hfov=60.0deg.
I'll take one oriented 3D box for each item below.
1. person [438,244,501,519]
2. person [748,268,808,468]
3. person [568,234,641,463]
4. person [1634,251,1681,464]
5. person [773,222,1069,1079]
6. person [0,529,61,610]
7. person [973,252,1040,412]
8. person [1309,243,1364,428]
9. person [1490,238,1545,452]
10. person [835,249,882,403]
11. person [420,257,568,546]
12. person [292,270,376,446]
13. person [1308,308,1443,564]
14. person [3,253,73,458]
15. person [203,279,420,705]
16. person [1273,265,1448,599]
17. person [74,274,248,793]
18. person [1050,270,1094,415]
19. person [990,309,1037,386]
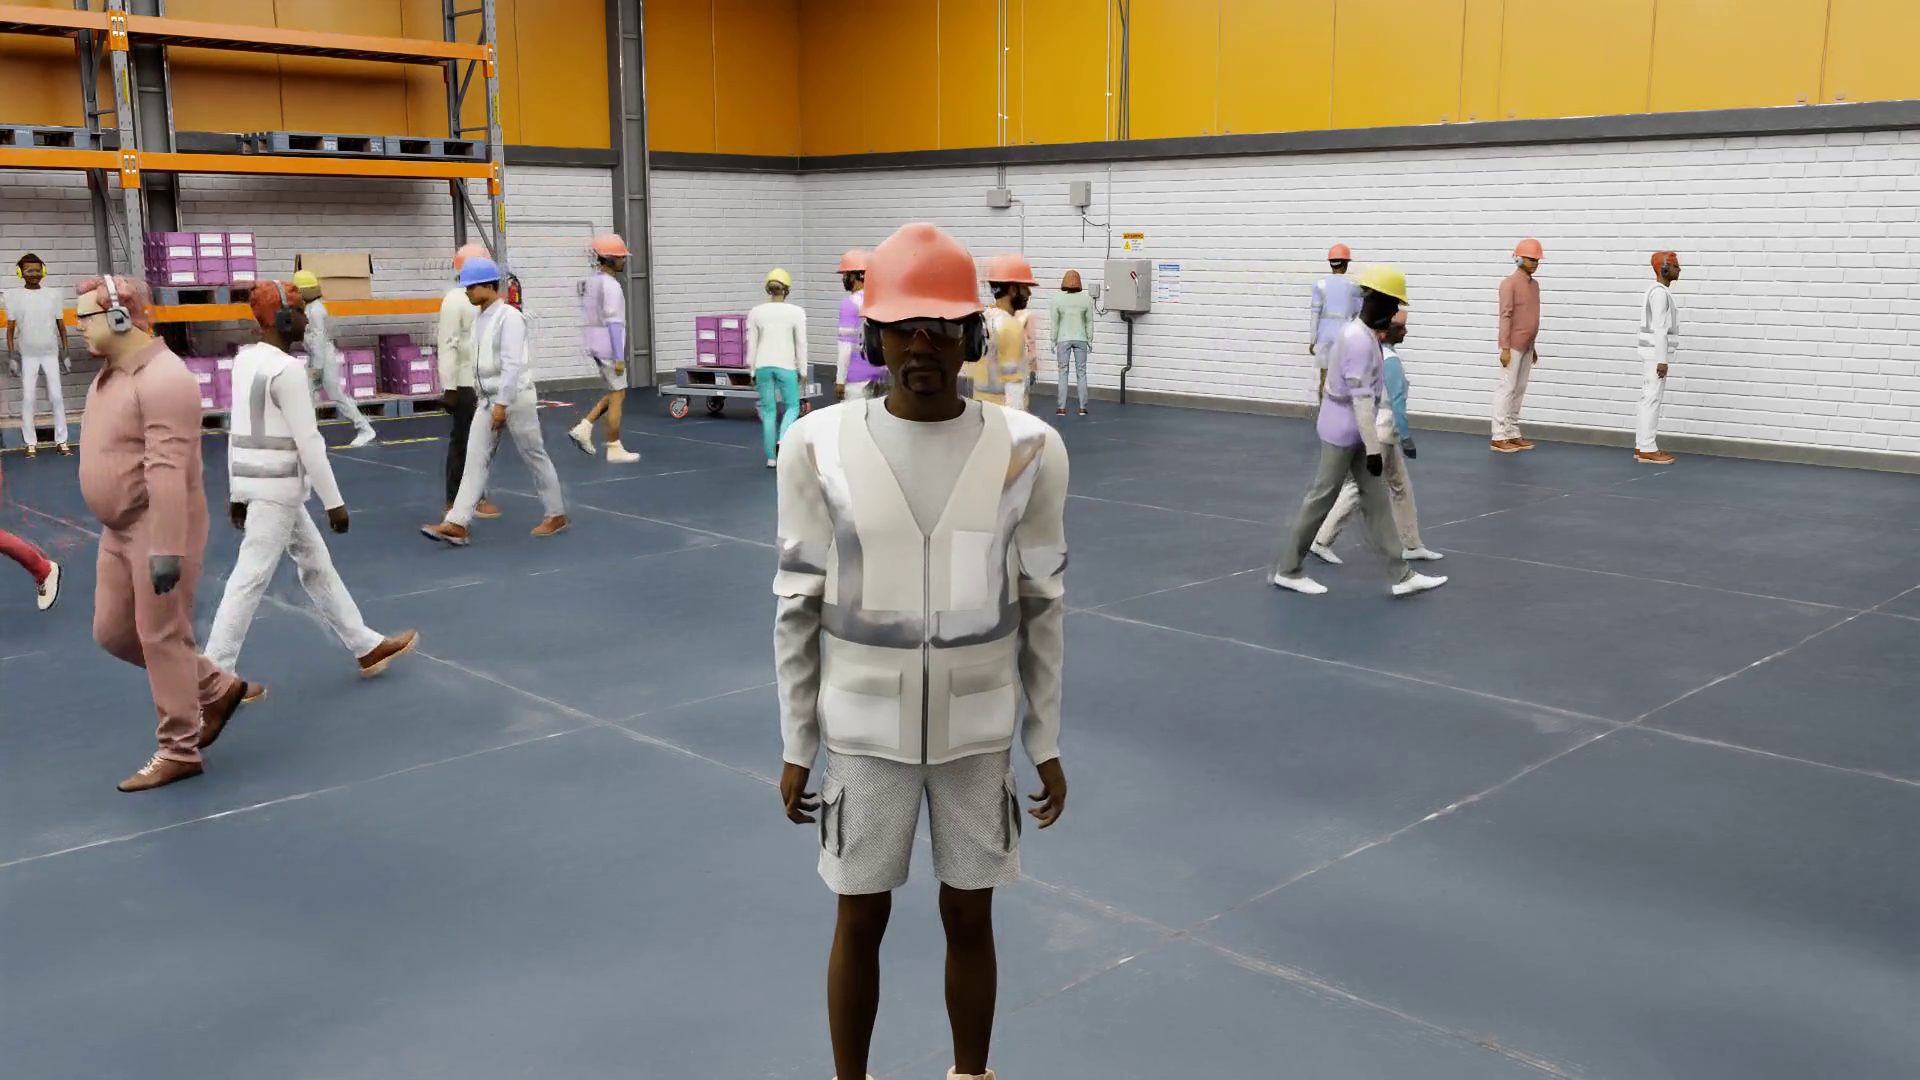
[{"bbox_3d":[-3.473,-1.104,11.806,0.585,1.954,0.705,-1,10,-5],"label":"person"},{"bbox_3d":[-1.589,-1.477,14.421,0.535,1.745,0.557,1,10,7],"label":"person"},{"bbox_3d":[-3.138,-1.682,14.732,0.536,2.030,0.627,-6,12,-28],"label":"person"},{"bbox_3d":[6.243,-1.630,14.859,0.355,1.885,0.576,3,11,16],"label":"person"},{"bbox_3d":[-0.074,0.389,3.412,0.605,2.045,0.378,-1,10,-6],"label":"person"},{"bbox_3d":[-5.103,-0.408,8.584,0.531,1.743,0.677,5,12,27],"label":"person"},{"bbox_3d":[0.234,-0.655,9.434,0.475,1.923,0.576,-3,11,-17],"label":"person"},{"bbox_3d":[3.929,-2.119,17.386,0.551,1.933,0.369,1,10,8],"label":"person"},{"bbox_3d":[5.261,-1.824,15.622,0.618,1.990,0.394,-10,14,-44],"label":"person"},{"bbox_3d":[-0.716,-1.305,13.014,0.771,1.919,0.549,5,11,24],"label":"person"},{"bbox_3d":[-3.035,-0.902,10.890,0.633,1.875,1.057,9,14,39],"label":"person"},{"bbox_3d":[-6.018,-1.710,15.793,0.811,1.702,0.485,-9,13,-39],"label":"person"},{"bbox_3d":[2.553,-0.635,10.222,0.858,1.596,0.513,1,10,6],"label":"person"},{"bbox_3d":[-8.432,-1.683,15.229,0.515,1.861,0.320,-8,13,-37],"label":"person"},{"bbox_3d":[-2.926,-0.214,7.281,1.042,1.822,0.605,-8,13,-38],"label":"person"},{"bbox_3d":[2.225,-0.586,9.227,0.966,1.855,0.593,4,11,20],"label":"person"},{"bbox_3d":[-2.962,-0.032,6.156,0.663,1.887,0.499,9,14,40],"label":"person"},{"bbox_3d":[1.259,-2.217,18.745,0.499,1.633,0.285,-1,10,-3],"label":"person"},{"bbox_3d":[0.456,-1.530,15.021,0.519,1.628,0.411,9,13,39],"label":"person"}]
